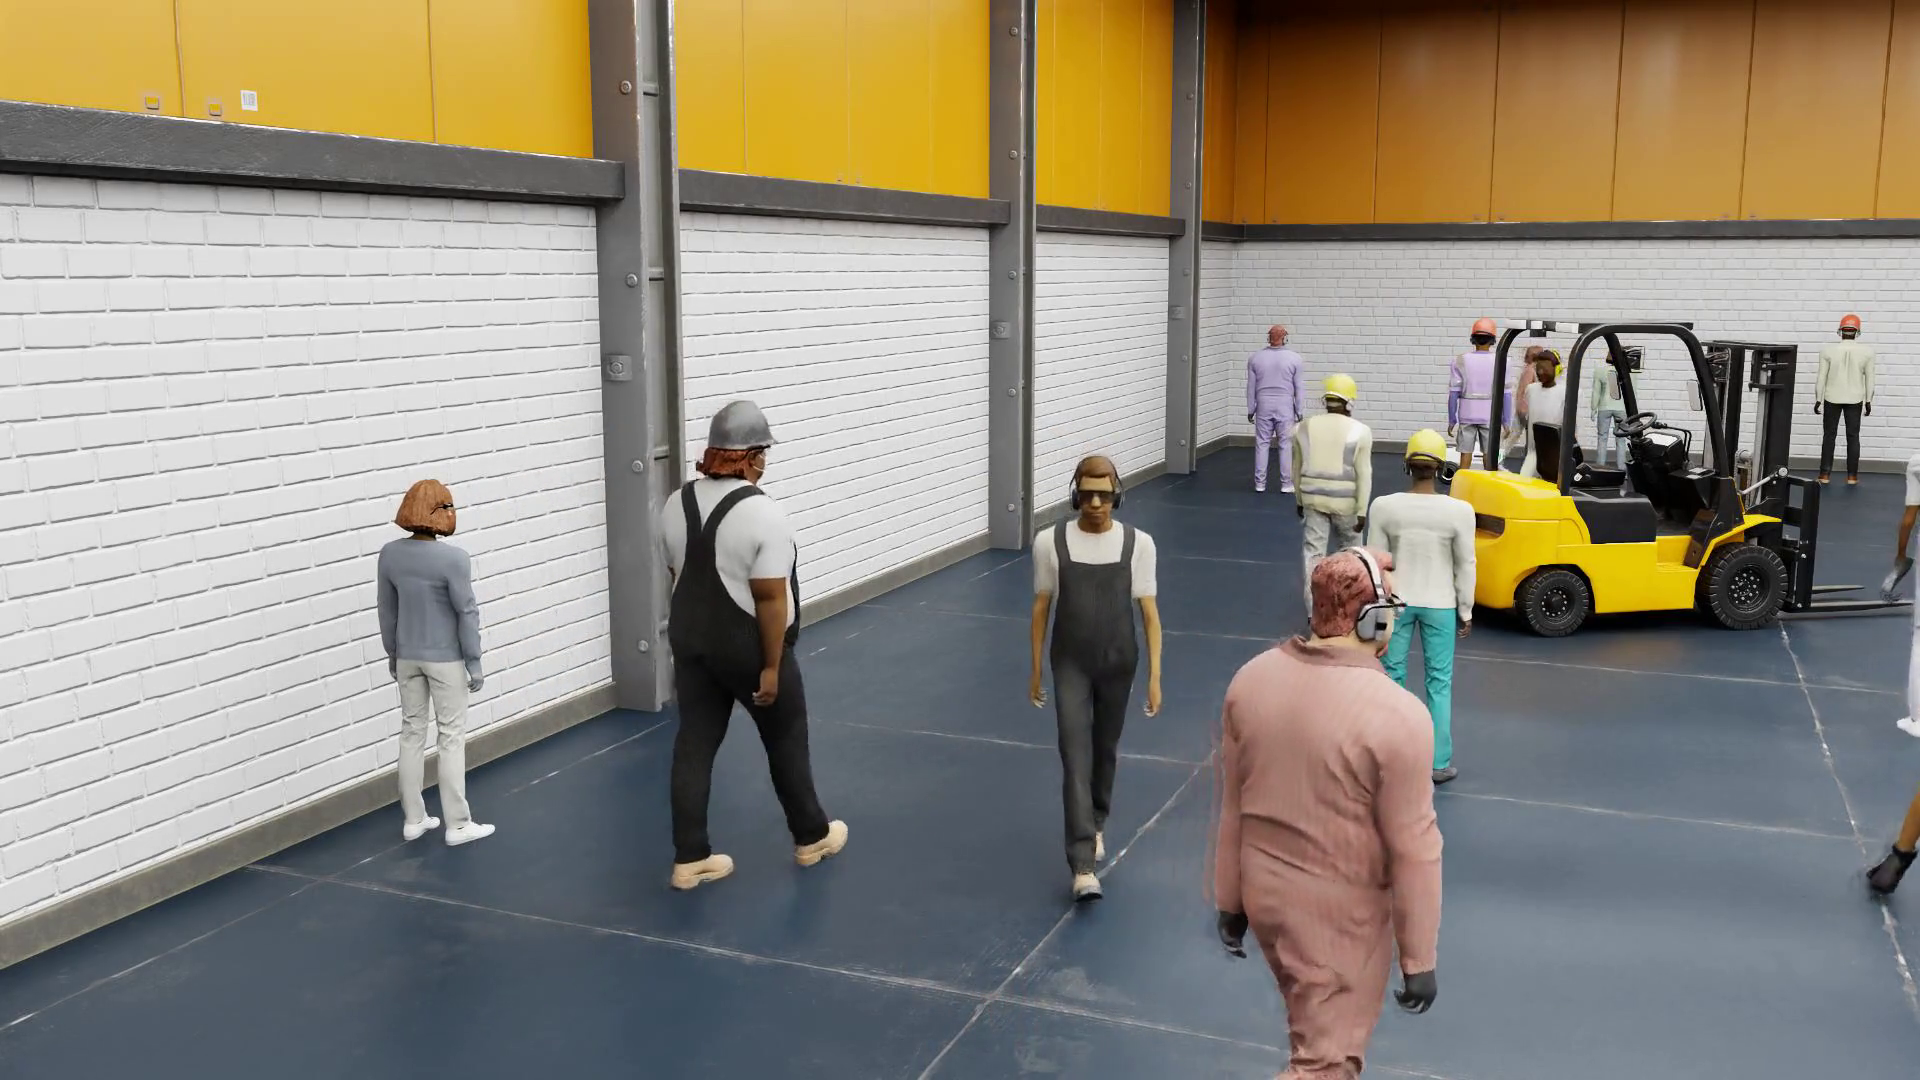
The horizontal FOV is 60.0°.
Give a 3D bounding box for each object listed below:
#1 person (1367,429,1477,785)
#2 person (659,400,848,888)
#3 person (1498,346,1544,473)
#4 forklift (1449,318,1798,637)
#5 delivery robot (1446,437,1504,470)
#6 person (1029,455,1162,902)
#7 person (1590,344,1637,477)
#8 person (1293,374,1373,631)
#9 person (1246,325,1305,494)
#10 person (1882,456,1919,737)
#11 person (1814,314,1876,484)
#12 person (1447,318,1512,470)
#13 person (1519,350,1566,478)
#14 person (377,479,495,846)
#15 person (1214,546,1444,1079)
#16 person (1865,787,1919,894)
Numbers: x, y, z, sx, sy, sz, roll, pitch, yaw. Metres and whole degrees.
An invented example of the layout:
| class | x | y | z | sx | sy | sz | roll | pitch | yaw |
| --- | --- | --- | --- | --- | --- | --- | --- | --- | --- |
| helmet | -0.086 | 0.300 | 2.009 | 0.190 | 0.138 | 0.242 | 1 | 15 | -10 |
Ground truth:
| class | x | y | z | sx | sy | sz | roll | pitch | yaw |
| --- | --- | --- | --- | --- | --- | --- | --- | --- | --- |
| person | 2.284 | 0.331 | 8.275 | 0.535 | 1.766 | 0.321 | 4 | 10 | 22 |
| person | -0.883 | 0.404 | 6.996 | 0.681 | 2.000 | 0.922 | 6 | 11 | 32 |
| person | 6.976 | -1.594 | 20.446 | 0.858 | 1.596 | 0.515 | 3 | 10 | 15 |
| forklift | 4.706 | -0.497 | 11.990 | 2.313 | 2.155 | 1.214 | -2 | 10 | -10 |
| delivery robot | 6.023 | -0.974 | 19.554 | 0.707 | 0.478 | 0.477 | 4 | 10 | 22 |
| person | 0.564 | 0.547 | 6.873 | 0.533 | 1.790 | 0.953 | 0 | 9 | -1 |
| person | 7.826 | -1.528 | 19.928 | 0.509 | 1.632 | 0.265 | 4 | 10 | 22 |
| person | 2.681 | -0.282 | 11.862 | 0.610 | 1.794 | 0.841 | 5 | 11 | 30 |
| person | 3.566 | -1.472 | 18.775 | 0.655 | 1.904 | 0.407 | 4 | 10 | 22 |
| person | 5.363 | 0.170 | 9.060 | 0.571 | 1.853 | 0.430 | 5 | 11 | 27 |
| person | 10.429 | -1.659 | 19.631 | 0.625 | 1.992 | 0.388 | 4 | 10 | 22 |
| person | 5.268 | -1.226 | 16.869 | 0.616 | 2.039 | 0.385 | 4 | 10 | 22 |
| person | 5.038 | -0.713 | 14.343 | 0.495 | 1.844 | 0.531 | -7 | 12 | -35 |
| person | -2.339 | 0.541 | 7.394 | 0.509 | 1.632 | 0.267 | 4 | 10 | 22 |
| person | 0.862 | 0.951 | 4.198 | 0.863 | 1.876 | 0.654 | -6 | 11 | -30 |
| person | 3.979 | 0.568 | 6.480 | 0.530 | 1.890 | 0.694 | -1 | 9 | -7 |
